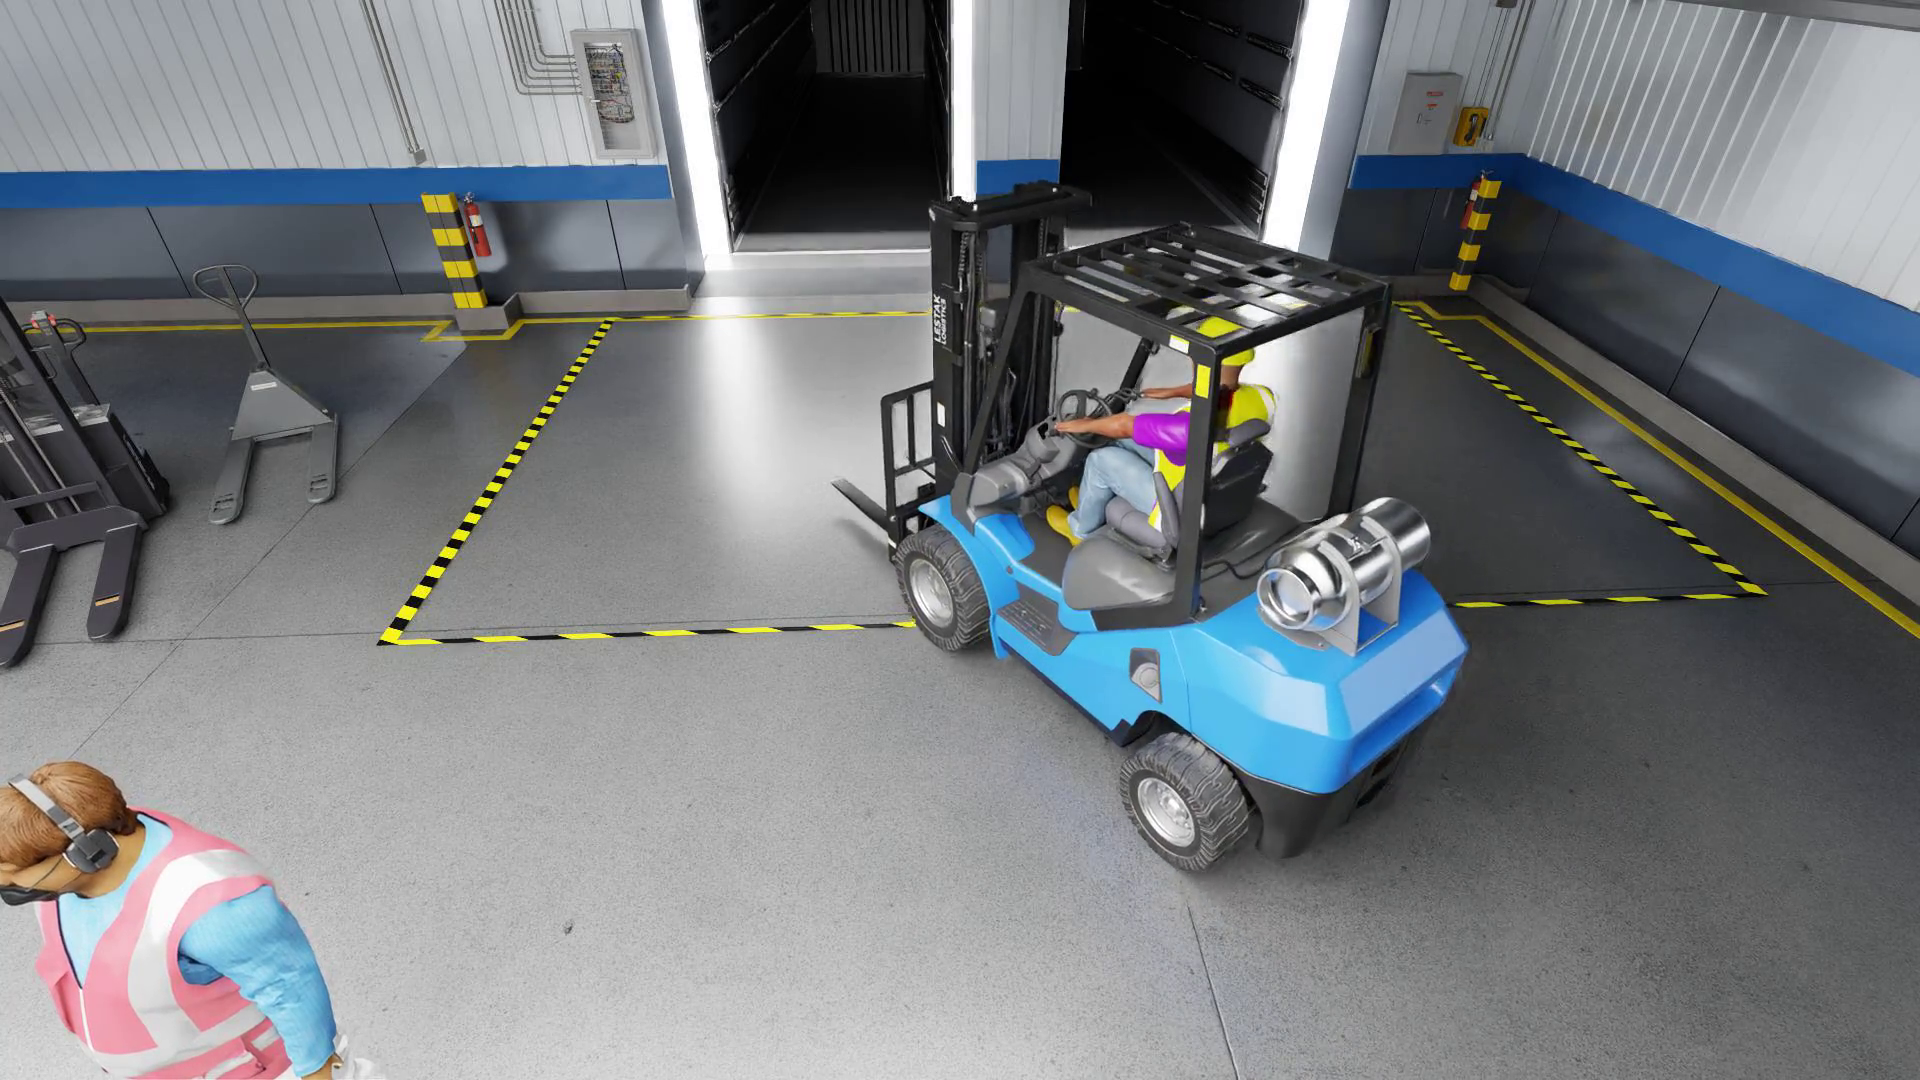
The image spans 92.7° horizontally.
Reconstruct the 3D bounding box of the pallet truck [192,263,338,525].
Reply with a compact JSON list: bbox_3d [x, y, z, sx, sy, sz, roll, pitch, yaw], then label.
[{"bbox_3d":[-4.778,-1.027,6.128,0.680,1.201,1.601,-17,38,-23],"label":"pallet truck"}]

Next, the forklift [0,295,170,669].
[{"bbox_3d":[-5.212,-0.618,4.878,0.823,1.965,1.885,-20,39,-26],"label":"forklift"}]

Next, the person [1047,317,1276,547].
[{"bbox_3d":[0.809,-0.447,3.993,0.635,1.294,1.004,-23,41,-30],"label":"person"}]

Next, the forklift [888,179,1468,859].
[{"bbox_3d":[0.839,-0.263,4.057,1.157,2.036,2.680,-23,41,-30],"label":"forklift"}]

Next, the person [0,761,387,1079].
[{"bbox_3d":[-1.864,1.239,2.345,0.636,1.841,0.429,12,37,16],"label":"person"}]
